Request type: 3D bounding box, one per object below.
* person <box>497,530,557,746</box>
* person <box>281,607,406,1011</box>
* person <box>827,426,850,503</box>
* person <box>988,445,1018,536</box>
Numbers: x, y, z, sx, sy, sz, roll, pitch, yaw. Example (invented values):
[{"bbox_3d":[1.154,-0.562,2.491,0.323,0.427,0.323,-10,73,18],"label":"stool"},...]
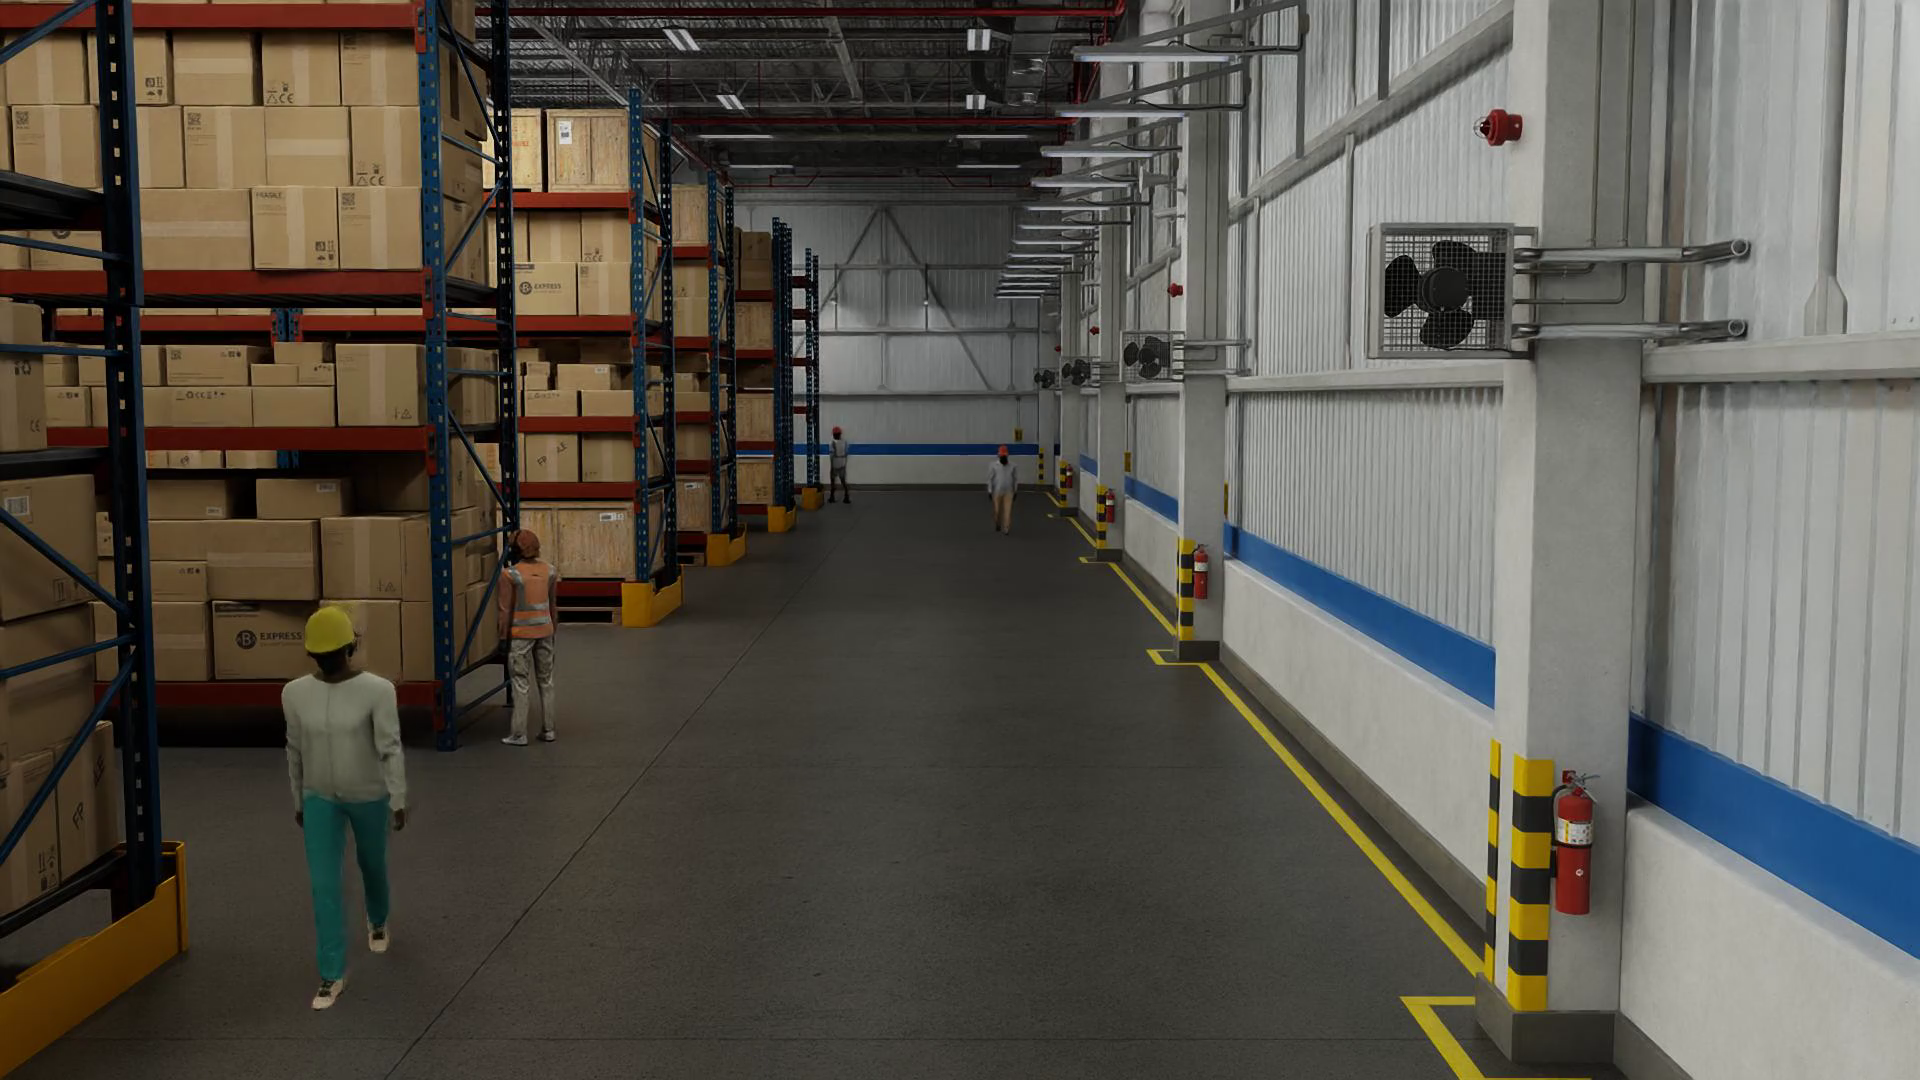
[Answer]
[{"bbox_3d":[-3.254,0.736,12.544,0.315,1.632,0.518,4,6,40],"label":"person"},{"bbox_3d":[-2.752,1.129,7.505,0.538,1.723,0.915,-1,5,-7],"label":"person"},{"bbox_3d":[-2.990,-1.853,41.073,0.550,1.913,0.808,-3,6,-29],"label":"person"},{"bbox_3d":[0.819,-0.957,31.686,0.574,1.728,0.720,0,5,-4],"label":"person"}]
